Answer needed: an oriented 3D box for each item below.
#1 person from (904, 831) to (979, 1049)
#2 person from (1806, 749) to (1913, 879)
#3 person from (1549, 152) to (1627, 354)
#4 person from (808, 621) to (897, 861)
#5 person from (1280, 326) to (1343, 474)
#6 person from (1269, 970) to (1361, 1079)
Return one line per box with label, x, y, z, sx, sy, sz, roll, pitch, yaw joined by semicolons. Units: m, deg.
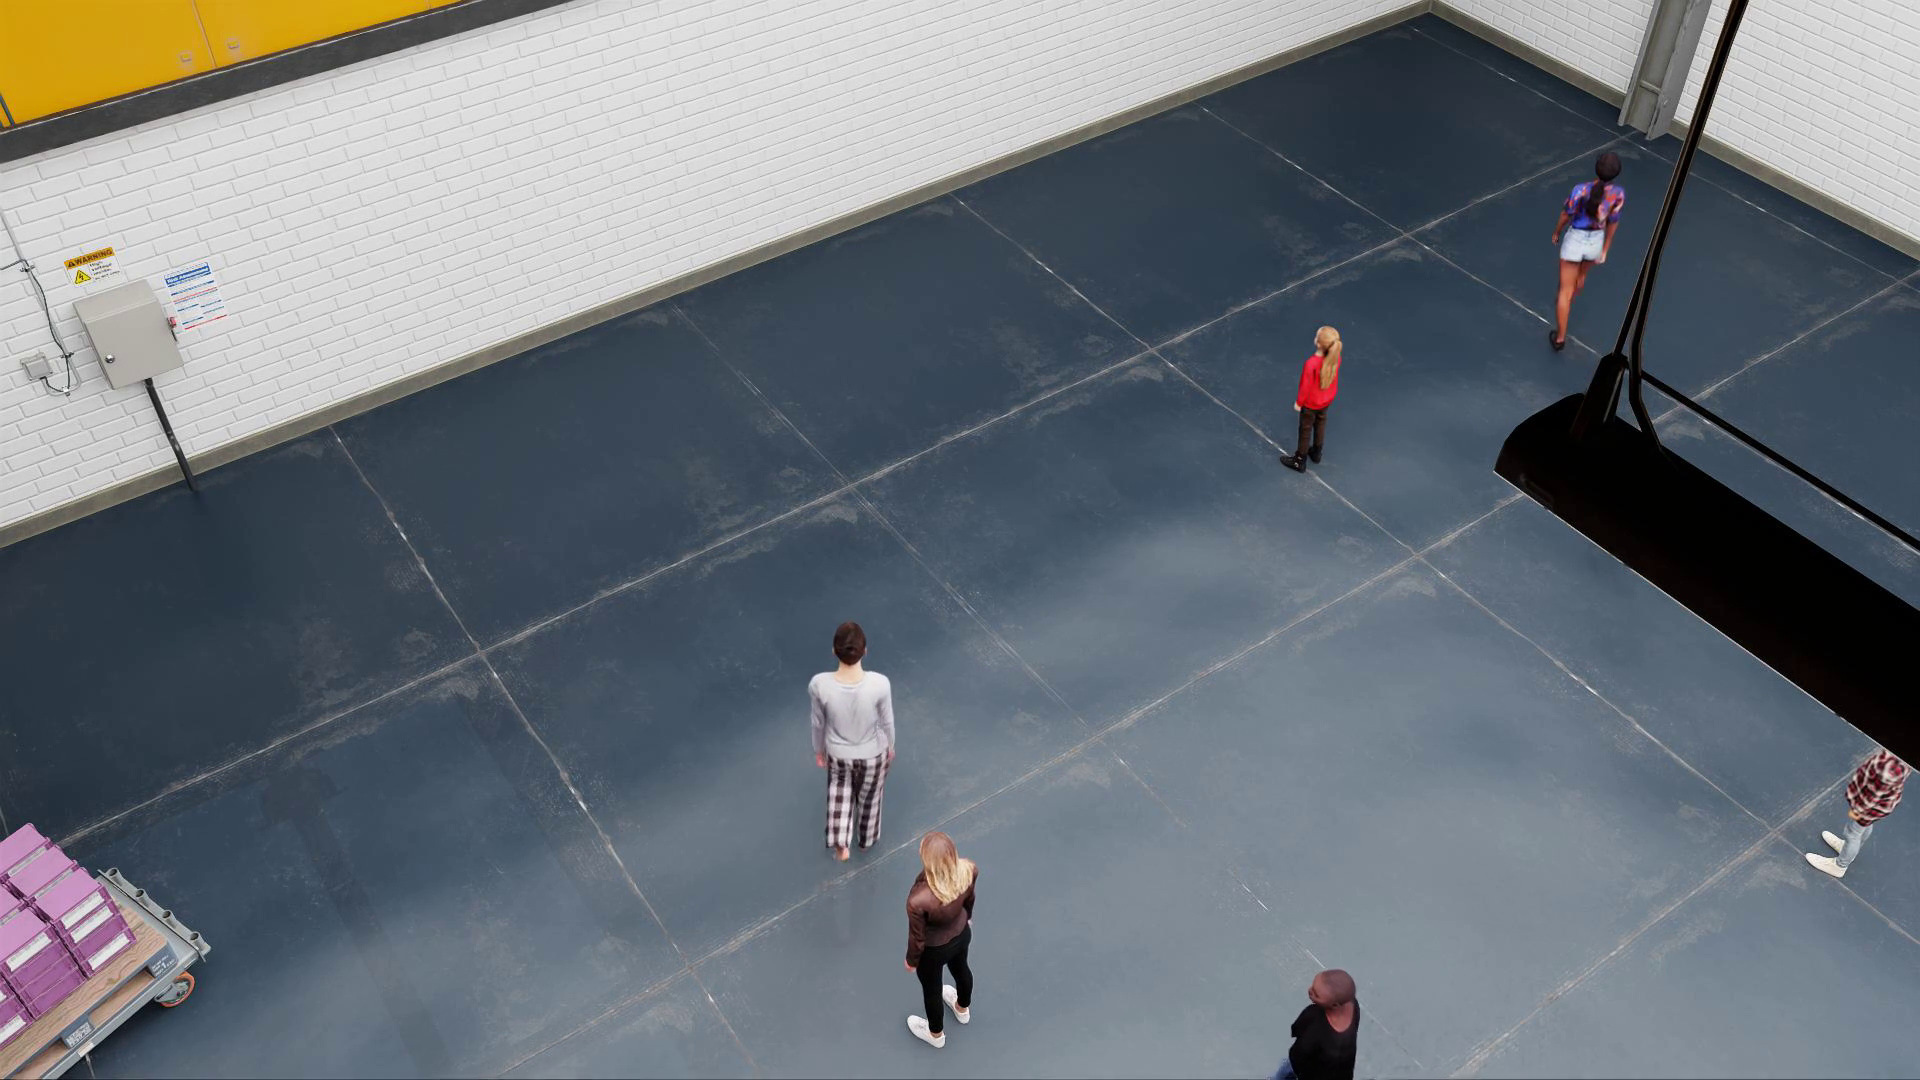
person;-0.096;2.099;8.739;0.633;1.704;0.537;-33;53;-30
person;5.328;1.491;9.666;0.550;1.305;0.548;-32;52;-29
person;4.985;-2.273;13.322;0.963;1.714;1.065;2;44;3
person;-0.597;1.250;9.537;0.840;1.833;0.909;2;44;3
person;2.644;-1.059;12.361;0.492;1.281;0.506;-28;50;-26
person;1.834;2.621;8.165;0.769;1.740;0.706;6;44;6
